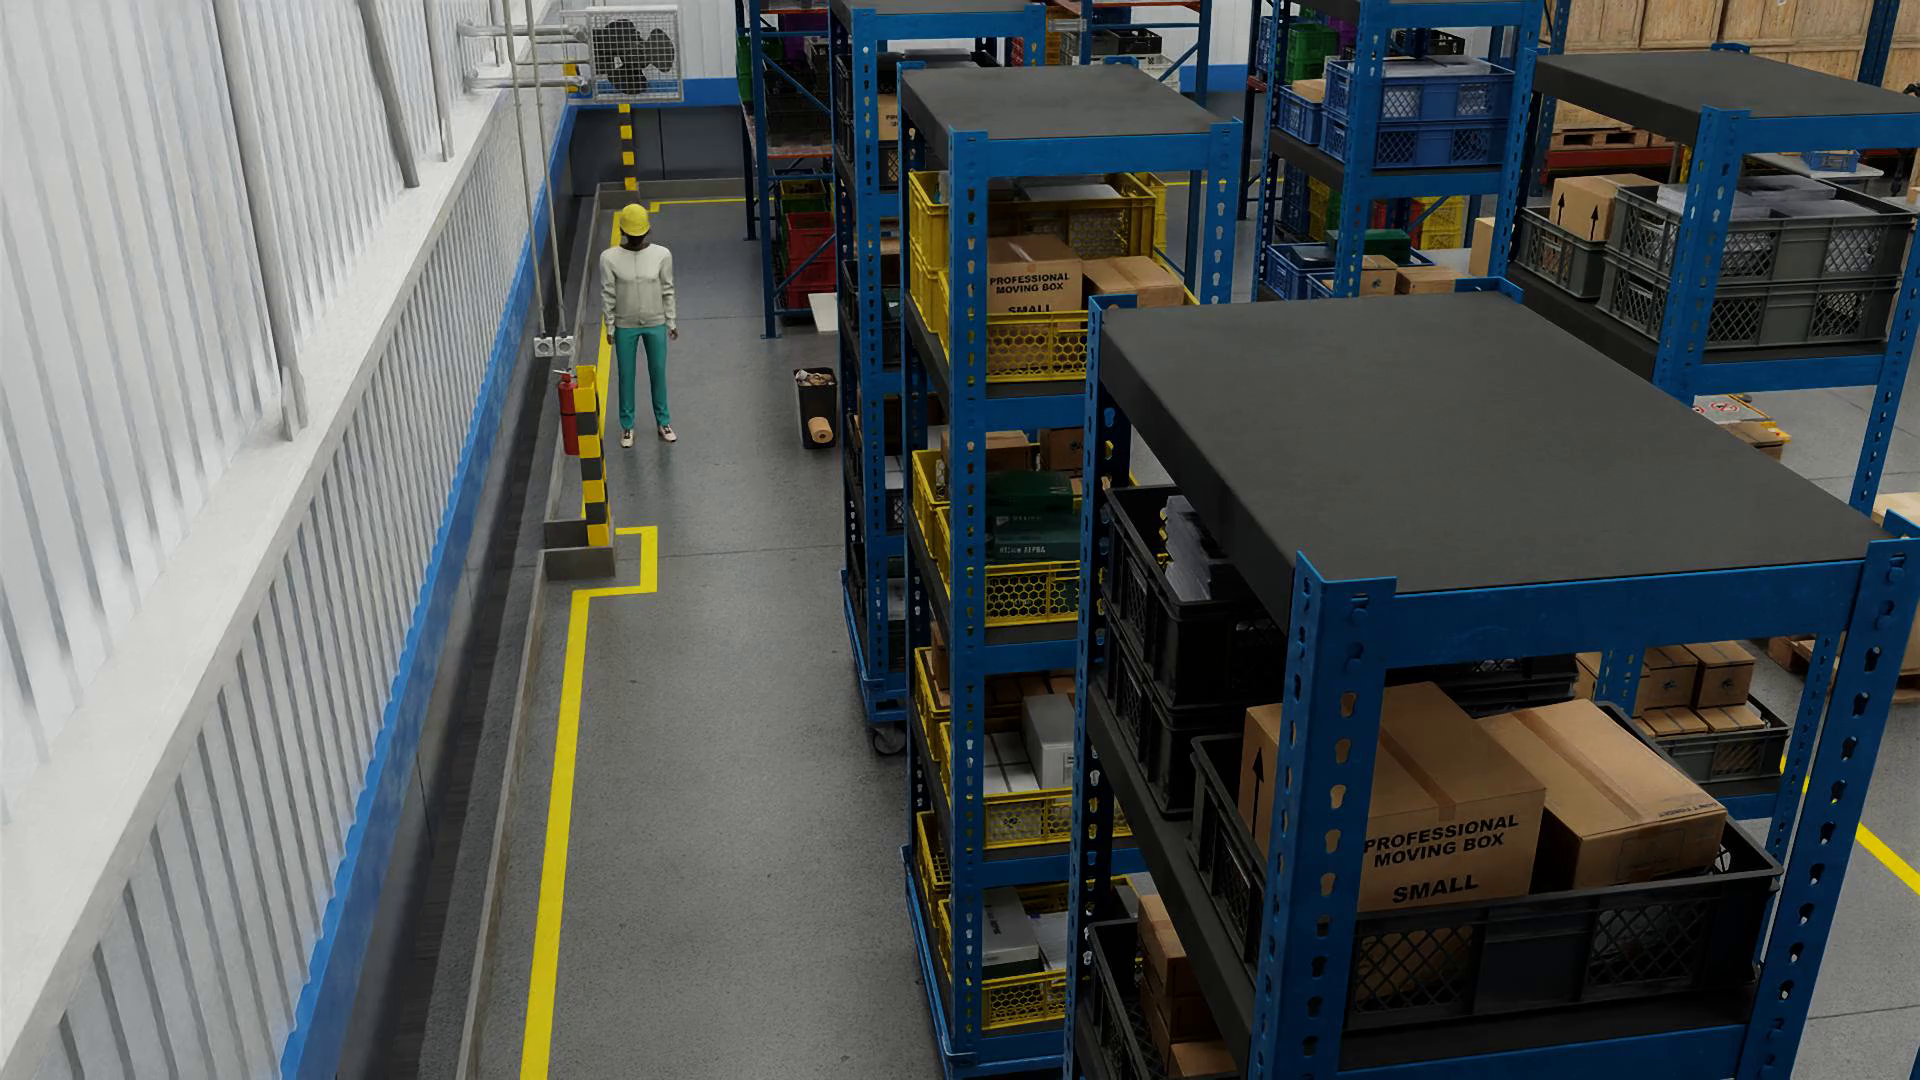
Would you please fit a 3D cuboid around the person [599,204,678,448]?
[{"bbox_3d":[-2.268,-1.523,11.826,0.523,1.760,0.326,-8,26,-17],"label":"person"}]

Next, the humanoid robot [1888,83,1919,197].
[{"bbox_3d":[10.485,-4.403,18.167,0.583,1.658,0.328,17,30,32],"label":"humanoid robot"}]

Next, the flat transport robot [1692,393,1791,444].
[{"bbox_3d":[5.224,-0.859,12.132,1.431,0.197,0.652,-4,25,-8],"label":"flat transport robot"}]
